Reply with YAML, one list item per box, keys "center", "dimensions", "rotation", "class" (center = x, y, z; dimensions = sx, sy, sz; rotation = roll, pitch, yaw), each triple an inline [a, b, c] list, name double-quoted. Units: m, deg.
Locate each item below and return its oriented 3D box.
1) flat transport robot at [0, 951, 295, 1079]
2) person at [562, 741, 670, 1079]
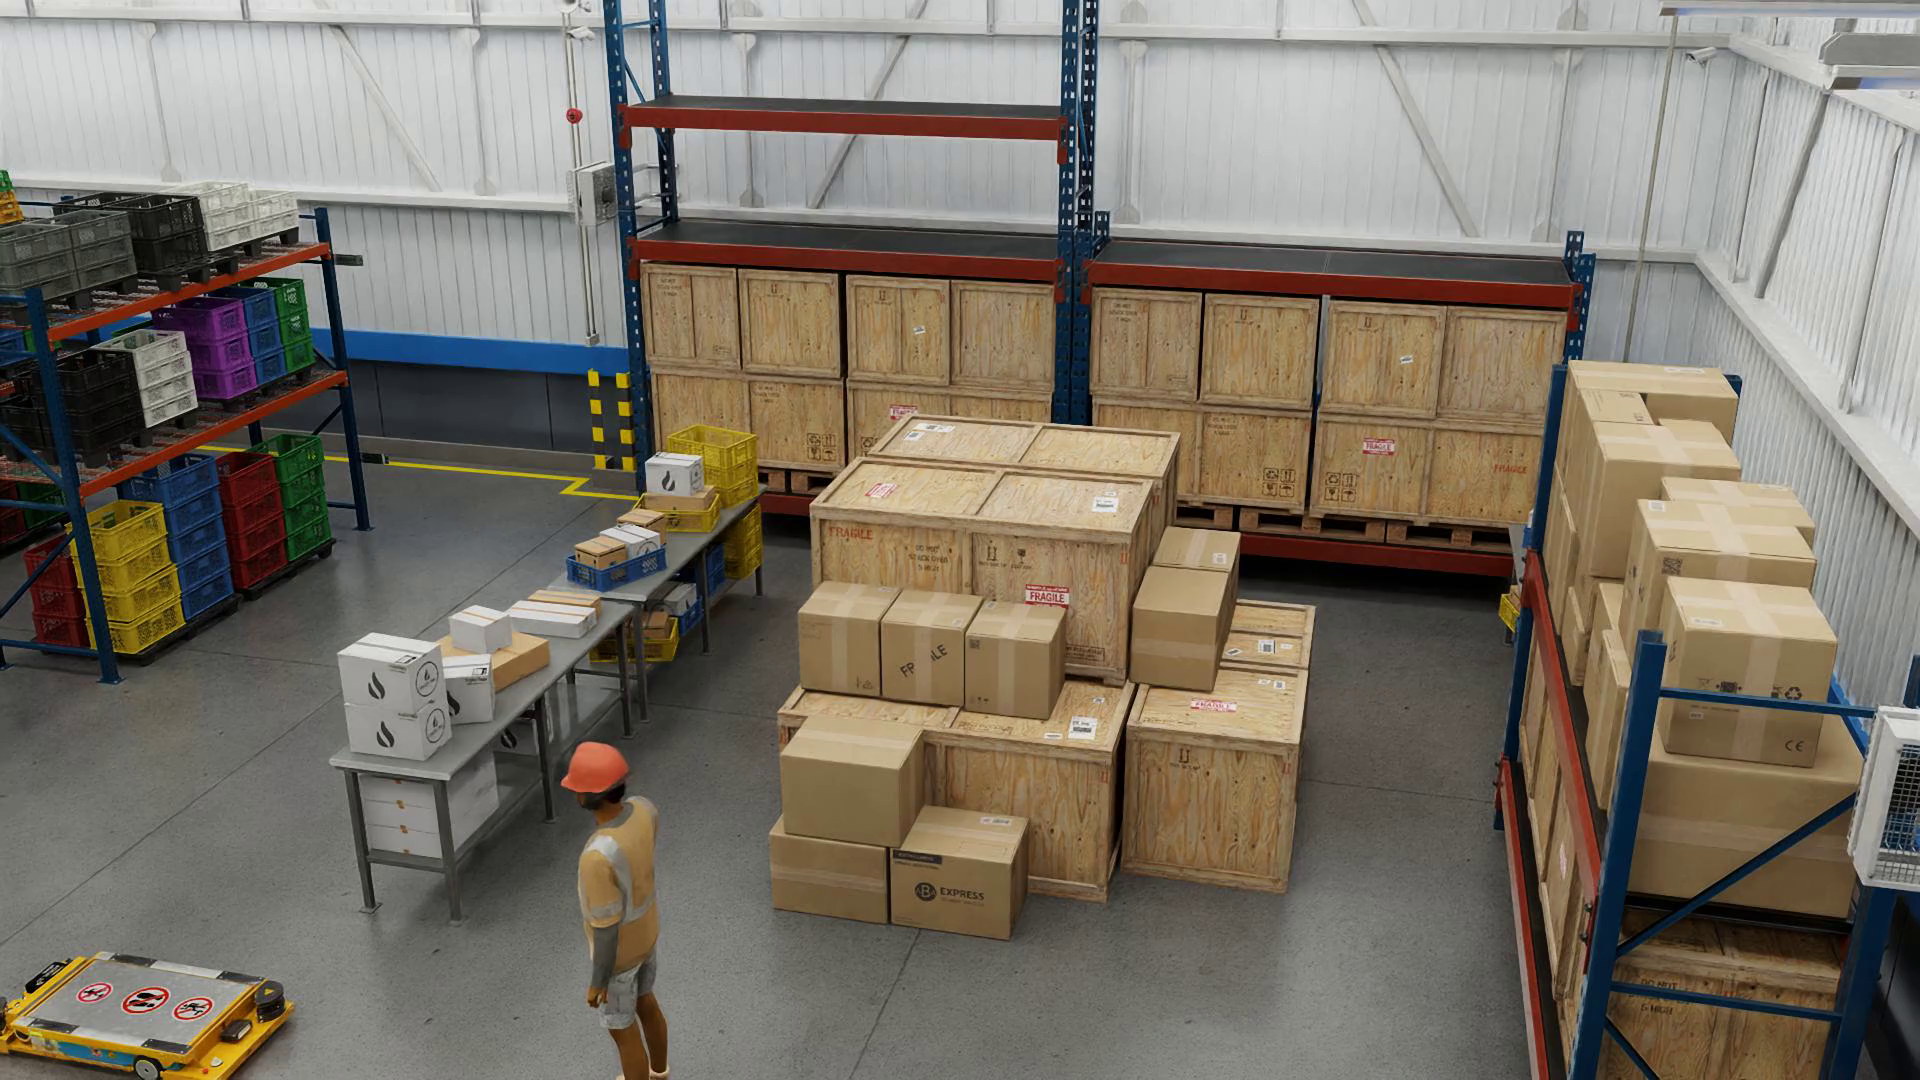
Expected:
- center: [-4.270, 2.464, 8.601]
  dimensions: [1.431, 0.231, 0.659]
  rotation: [5, 22, 13]
  class: "flat transport robot"
- center: [-1.596, 1.858, 7.706]
  dimensions: [0.389, 2.039, 0.613]
  rotation: [4, 21, 11]
  class: "person"
